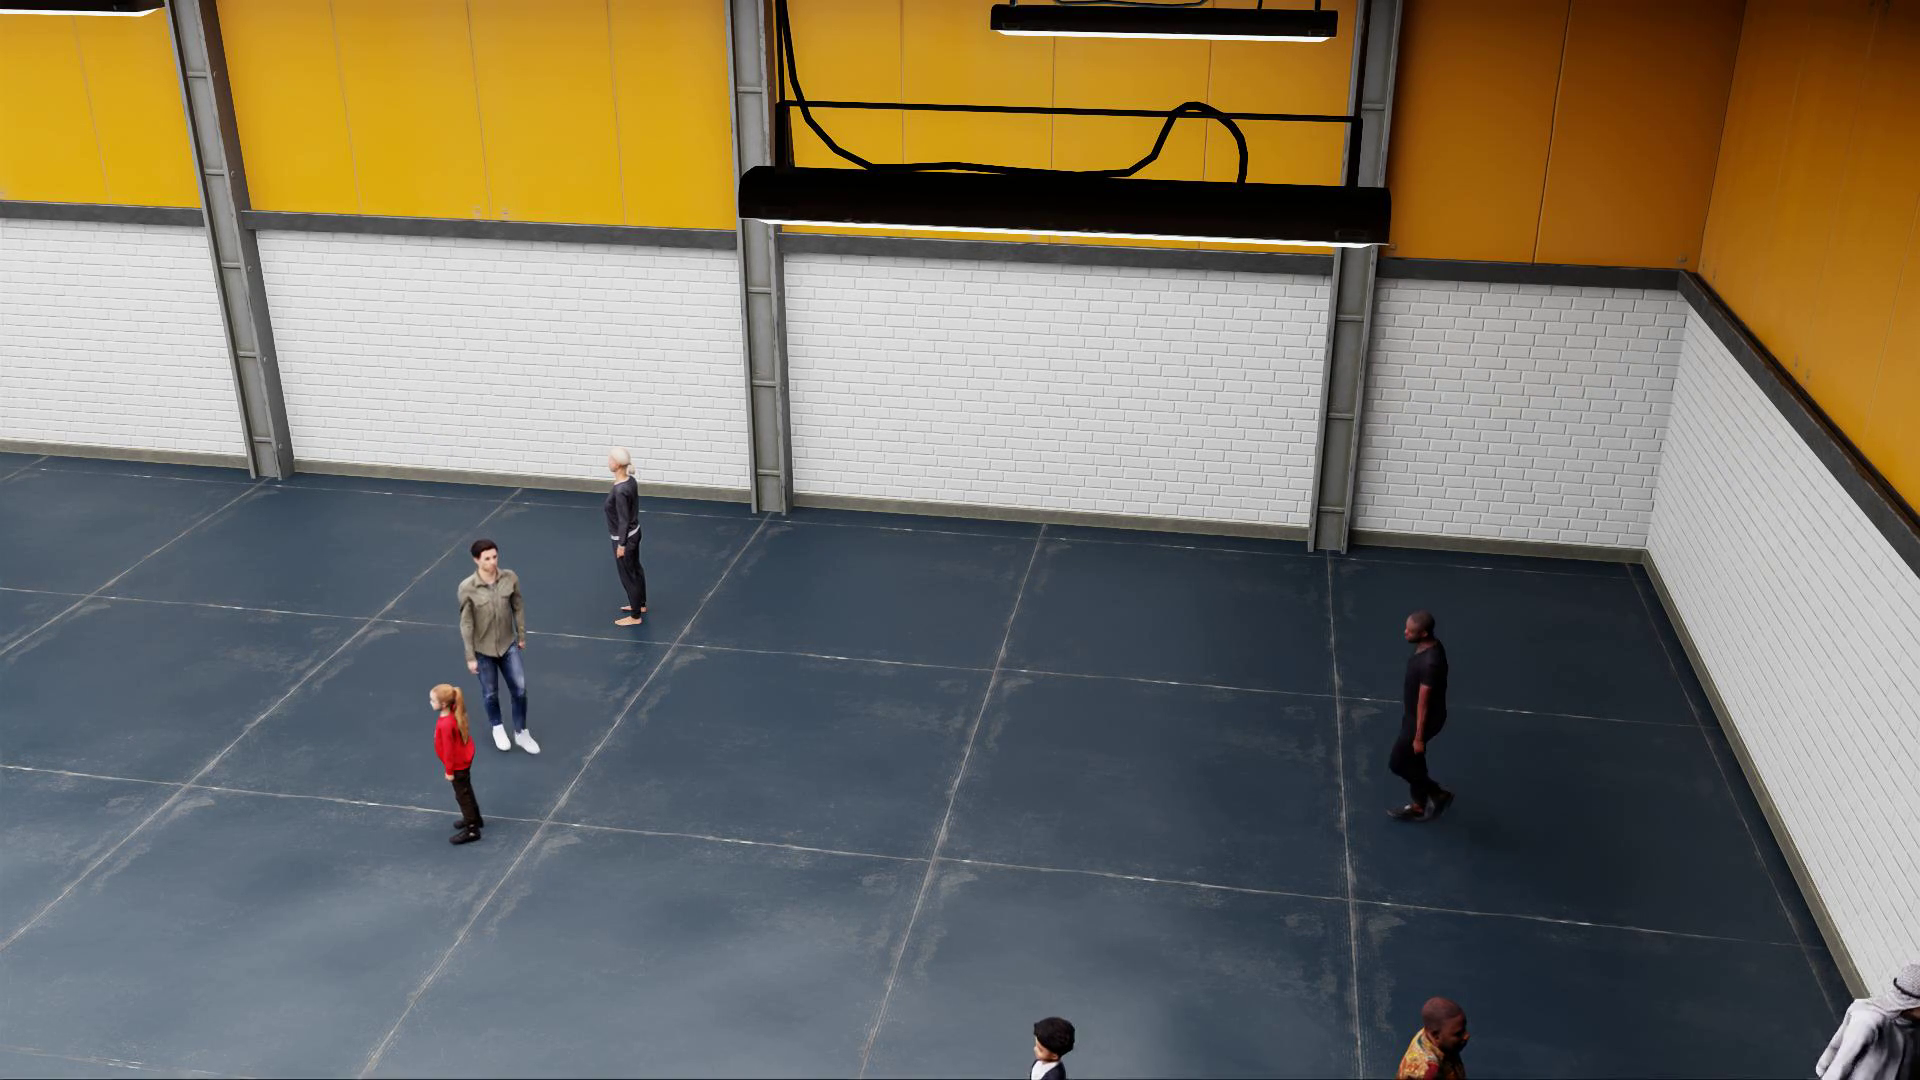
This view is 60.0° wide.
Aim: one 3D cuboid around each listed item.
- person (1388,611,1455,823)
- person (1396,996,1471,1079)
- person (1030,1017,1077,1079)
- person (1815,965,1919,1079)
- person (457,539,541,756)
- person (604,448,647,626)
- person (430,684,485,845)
[{"bbox_3d":[3.465,1.351,12.230,0.722,1.799,0.749,6,24,14],"label":"person"},{"bbox_3d":[2.317,3.045,8.344,0.764,1.807,0.778,12,26,25],"label":"person"},{"bbox_3d":[0.524,3.083,8.994,0.711,1.217,0.552,1,24,2],"label":"person"},{"bbox_3d":[4.618,2.892,8.589,1.208,1.891,1.143,-8,25,-18],"label":"person"},{"bbox_3d":[-3.783,0.823,13.378,0.909,1.847,0.970,-14,27,-30],"label":"person"},{"bbox_3d":[-3.117,-0.054,15.534,0.557,1.726,0.642,1,24,2],"label":"person"},{"bbox_3d":[-3.703,1.624,12.253,0.547,1.279,0.531,-3,24,-6],"label":"person"}]
